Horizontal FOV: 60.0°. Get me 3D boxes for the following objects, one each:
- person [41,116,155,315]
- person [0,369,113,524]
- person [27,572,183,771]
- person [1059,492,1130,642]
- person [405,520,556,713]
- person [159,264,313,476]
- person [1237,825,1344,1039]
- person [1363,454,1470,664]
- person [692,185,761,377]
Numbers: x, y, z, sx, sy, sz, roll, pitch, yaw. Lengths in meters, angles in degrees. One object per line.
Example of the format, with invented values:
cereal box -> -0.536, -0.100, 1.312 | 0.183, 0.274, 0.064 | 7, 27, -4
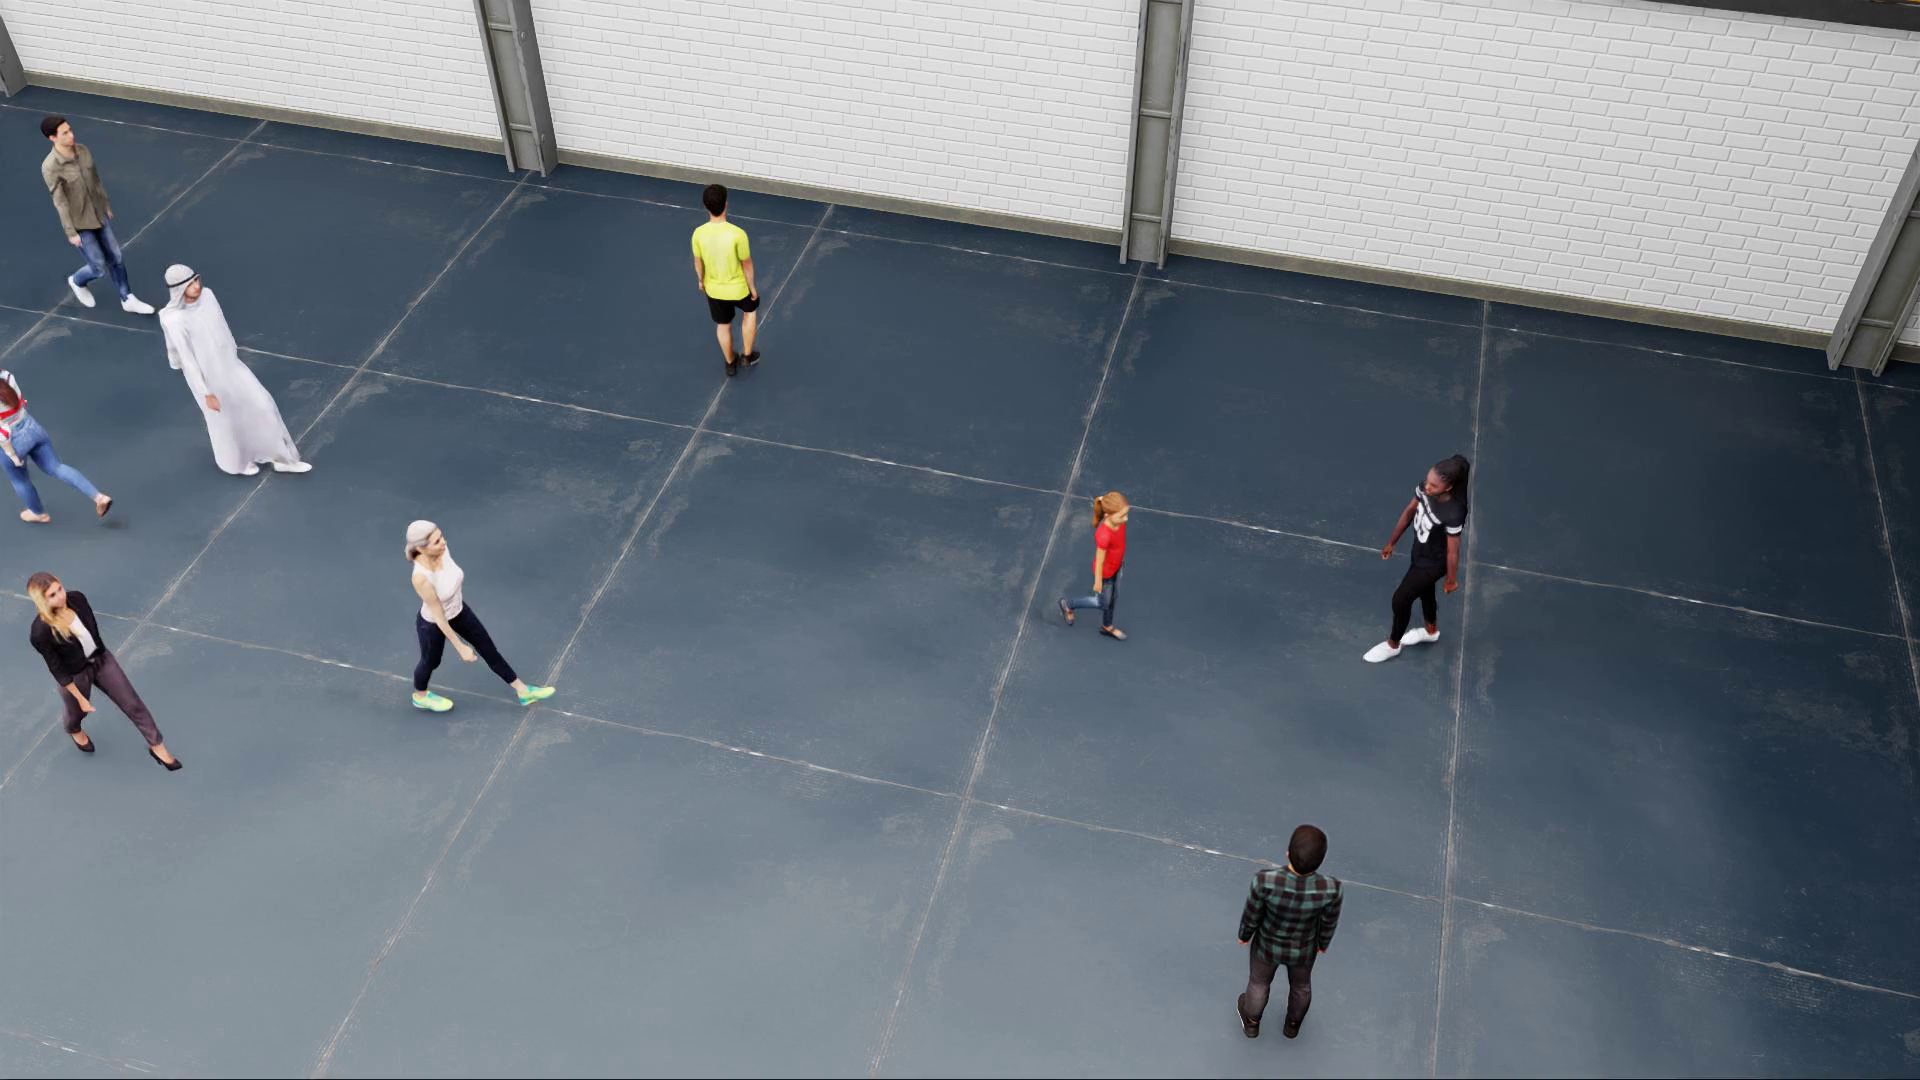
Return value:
person -> -7.310, -2.661, 13.777 | 0.914, 1.851, 0.716 | 12, 45, 12
person -> -6.657, -0.717, 11.924 | 0.983, 1.591, 0.586 | 9, 44, 9
person -> -5.472, 0.829, 10.278 | 1.075, 1.624, 0.701 | 16, 46, 16
person -> 0.933, 0.162, 11.212 | 0.774, 1.300, 0.594 | 22, 48, 21
person -> -3.358, 0.546, 10.556 | 1.206, 1.649, 0.692 | 6, 44, 6
person -> -5.548, -1.236, 12.241 | 0.983, 1.905, 0.762 | 13, 45, 14
person -> 1.726, 2.076, 8.769 | 0.537, 1.712, 0.733 | 5, 44, 5
person -> 3.174, 0.108, 10.969 | 0.940, 1.715, 0.814 | -6, 44, -6
person -> -1.854, -1.997, 13.187 | 0.594, 1.702, 0.752 | 5, 44, 5
